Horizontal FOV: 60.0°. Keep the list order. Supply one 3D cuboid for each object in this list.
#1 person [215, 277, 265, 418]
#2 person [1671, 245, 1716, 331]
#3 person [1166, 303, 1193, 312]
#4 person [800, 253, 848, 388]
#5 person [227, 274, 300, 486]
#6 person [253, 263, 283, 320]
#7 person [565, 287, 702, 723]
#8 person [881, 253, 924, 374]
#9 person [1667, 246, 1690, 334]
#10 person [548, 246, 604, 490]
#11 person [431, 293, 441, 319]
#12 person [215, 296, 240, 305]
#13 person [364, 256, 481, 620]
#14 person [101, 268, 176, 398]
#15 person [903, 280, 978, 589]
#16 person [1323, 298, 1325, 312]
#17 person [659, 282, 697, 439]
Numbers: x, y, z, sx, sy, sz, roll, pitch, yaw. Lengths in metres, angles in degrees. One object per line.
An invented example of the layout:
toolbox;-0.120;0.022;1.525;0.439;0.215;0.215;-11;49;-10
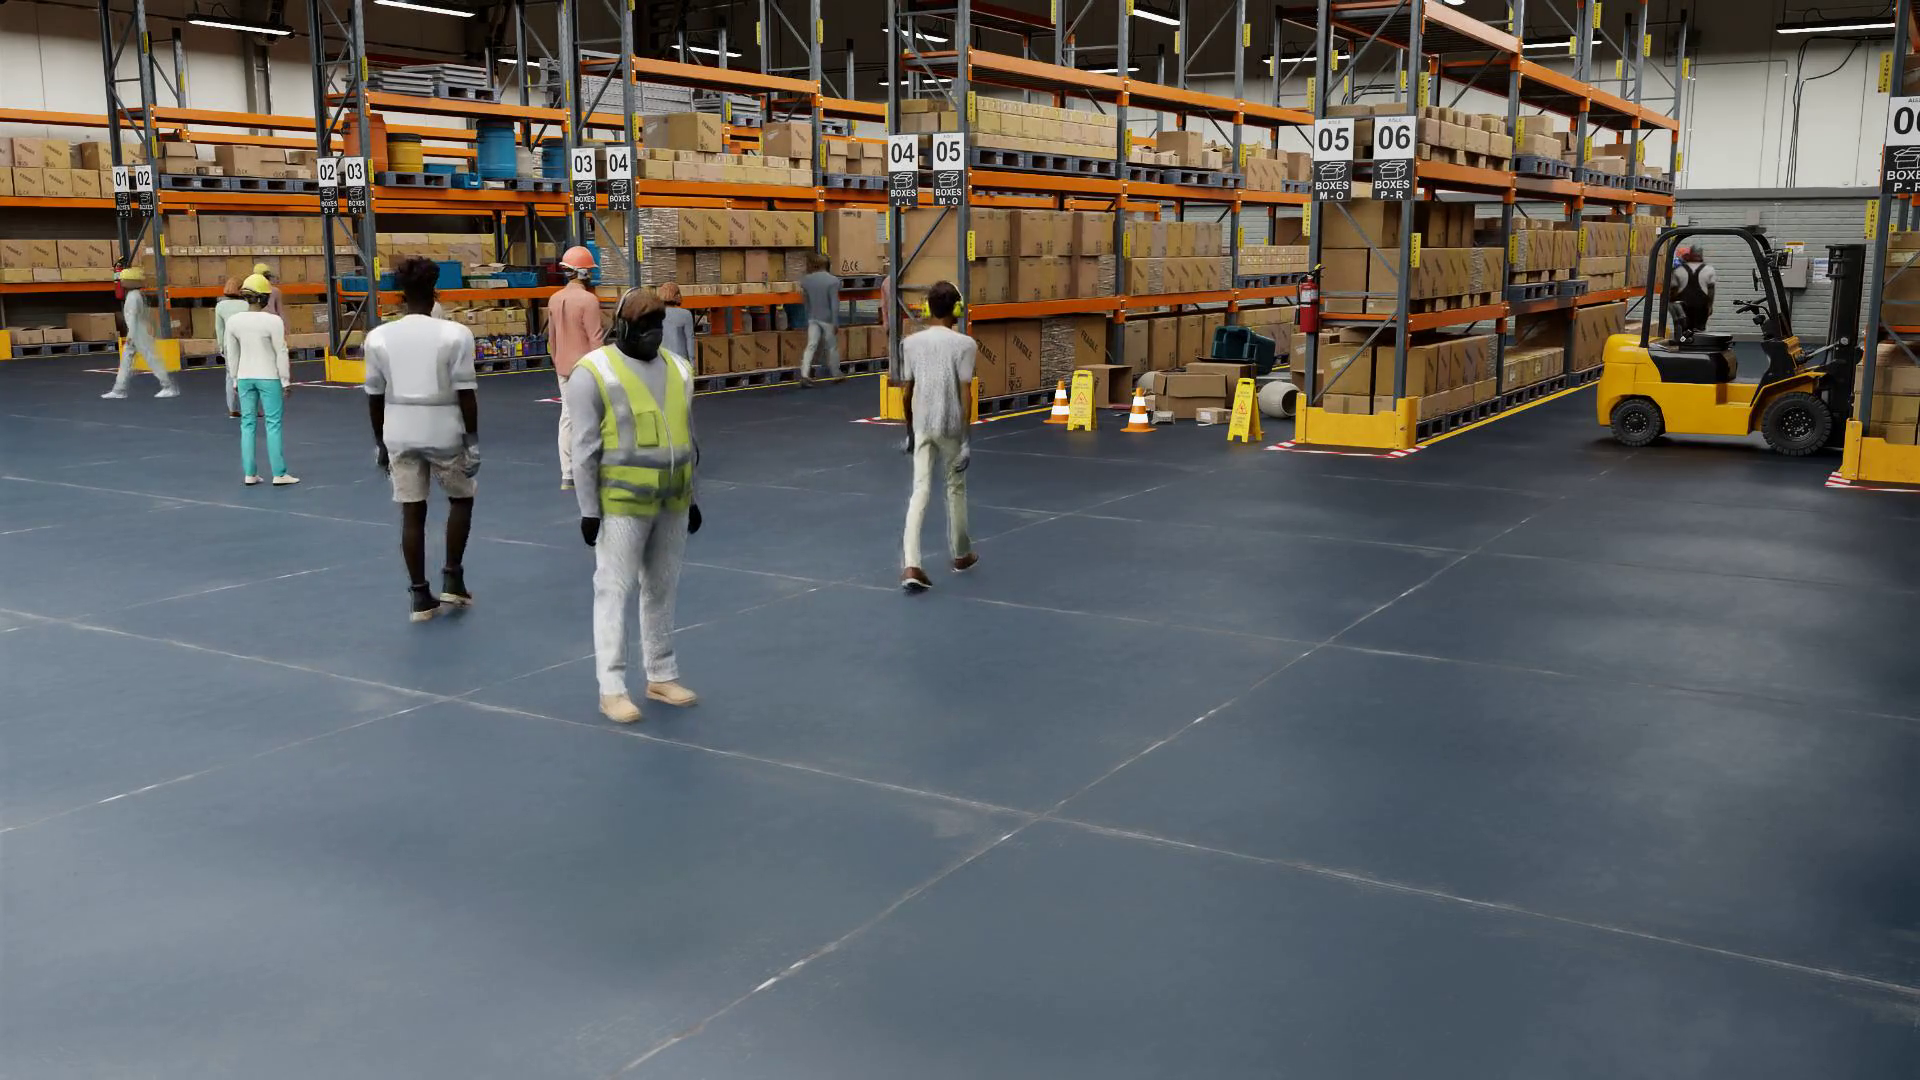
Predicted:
person;-8.358;-2.222;19.273;0.501;1.633;0.282;2;10;9
person;12.589;-4.087;28.582;0.706;2.000;1.021;6;12;29
person;4.528;-5.034;34.355;0.652;1.880;0.751;3;10;15
person;-1.949;-3.082;23.385;0.641;1.891;1.047;5;11;28
person;-5.847;-1.333;13.924;0.528;1.767;0.330;2;10;10
person;-9.740;-3.029;23.453;0.657;1.747;0.527;6;12;29
person;-1.361;-0.156;7.130;0.429;1.840;0.633;9;14;41
person;-0.707;-2.766;21.578;0.642;1.902;0.399;7;12;35
person;13.233;-4.388;30.451;0.656;1.972;0.434;-1;10;-4
person;-3.091;-1.386;13.579;0.608;1.996;0.380;8;13;38
person;-6.110;-2.186;19.110;0.404;1.622;0.522;3;10;14
person;-13.014;-4.202;29.644;0.600;1.894;0.739;4;11;22
person;-2.883;-0.555;9.033;0.624;1.946;0.580;0;10;1
person;-10.792;-2.702;21.788;0.886;1.697;0.499;-5;11;-27
person;-0.143;-0.630;9.909;0.531;1.810;1.053;4;11;20
person;7.276;-4.805;33.319;0.923;1.803;0.581;-3;11;-19
person;-2.944;-1.822;17.033;0.500;1.633;0.285;1;10;7
